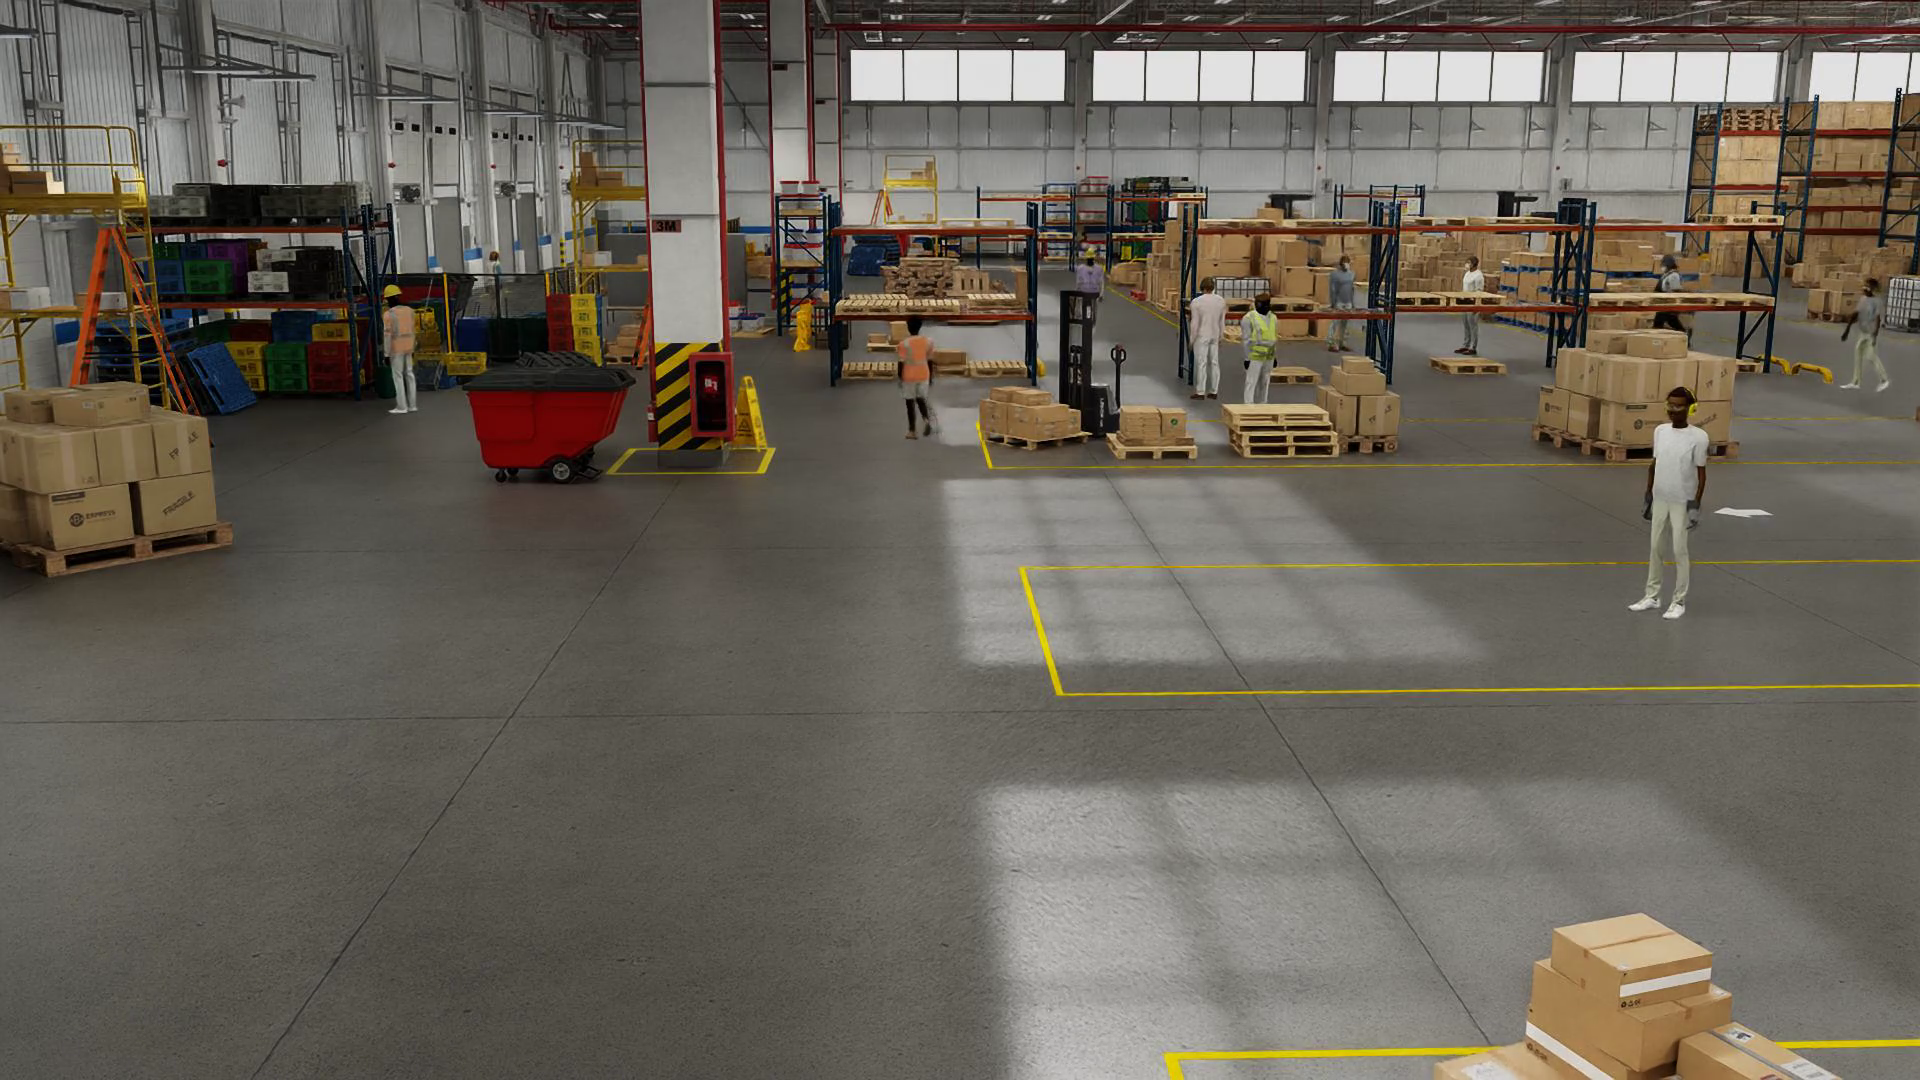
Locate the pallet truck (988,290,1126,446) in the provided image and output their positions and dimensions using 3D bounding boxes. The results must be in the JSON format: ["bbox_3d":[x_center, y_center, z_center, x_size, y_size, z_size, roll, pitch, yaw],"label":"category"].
[{"bbox_3d":[1.257,-2.299,22.111,1.885,1.965,0.823,-9,15,-35],"label":"pallet truck"}]

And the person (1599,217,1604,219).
[{"bbox_3d":[24.021,-11.175,62.468,0.550,1.877,1.021,5,13,21],"label":"person"}]

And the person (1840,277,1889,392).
[{"bbox_3d":[14.936,-3.388,27.350,0.534,1.863,0.749,-1,13,-5],"label":"person"}]

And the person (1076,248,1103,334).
[{"bbox_3d":[2.827,-5.392,36.267,0.595,1.912,0.439,0,12,1],"label":"person"}]

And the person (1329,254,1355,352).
[{"bbox_3d":[7.609,-4.713,33.147,0.635,1.936,0.355,-7,14,-30],"label":"person"}]

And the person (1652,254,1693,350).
[{"bbox_3d":[14.011,-4.689,32.804,1.055,2.000,0.686,4,13,19],"label":"person"}]

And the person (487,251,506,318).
[{"bbox_3d":[-11.428,-6.267,40.866,0.526,1.631,0.319,11,17,41],"label":"person"}]

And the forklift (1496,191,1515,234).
[{"bbox_3d":[20.564,-11.778,62.899,1.873,2.768,1.129,0,12,-2],"label":"forklift"}]

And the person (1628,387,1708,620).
[{"bbox_3d":[5.738,-0.293,13.367,0.330,1.865,0.569,-7,15,-30],"label":"person"}]

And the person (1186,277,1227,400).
[{"bbox_3d":[3.869,-3.163,26.152,0.644,1.936,0.383,-6,14,-25],"label":"person"}]

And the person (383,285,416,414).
[{"bbox_3d":[-8.328,-2.822,24.670,0.386,1.914,0.586,6,14,27],"label":"person"}]

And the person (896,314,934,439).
[{"bbox_3d":[-0.602,-2.175,22.242,0.551,1.683,0.394,-7,14,-30],"label":"person"}]

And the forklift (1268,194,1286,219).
[{"bbox_3d":[10.415,-9.995,54.847,1.873,2.768,1.129,0,12,-2],"label":"forklift"}]

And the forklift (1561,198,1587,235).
[{"bbox_3d":[17.204,-8.212,46.797,1.873,2.768,1.129,0,12,-2],"label":"forklift"}]

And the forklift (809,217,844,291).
[{"bbox_3d":[-4.375,-8.619,48.637,1.873,2.768,1.129,0,12,-2],"label":"forklift"}]

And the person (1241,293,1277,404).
[{"bbox_3d":[4.322,-2.620,23.910,0.633,1.846,0.429,-8,15,-33],"label":"person"}]

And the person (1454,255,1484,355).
[{"bbox_3d":[10.028,-4.608,32.673,0.372,1.940,0.631,-2,13,-10],"label":"person"}]
